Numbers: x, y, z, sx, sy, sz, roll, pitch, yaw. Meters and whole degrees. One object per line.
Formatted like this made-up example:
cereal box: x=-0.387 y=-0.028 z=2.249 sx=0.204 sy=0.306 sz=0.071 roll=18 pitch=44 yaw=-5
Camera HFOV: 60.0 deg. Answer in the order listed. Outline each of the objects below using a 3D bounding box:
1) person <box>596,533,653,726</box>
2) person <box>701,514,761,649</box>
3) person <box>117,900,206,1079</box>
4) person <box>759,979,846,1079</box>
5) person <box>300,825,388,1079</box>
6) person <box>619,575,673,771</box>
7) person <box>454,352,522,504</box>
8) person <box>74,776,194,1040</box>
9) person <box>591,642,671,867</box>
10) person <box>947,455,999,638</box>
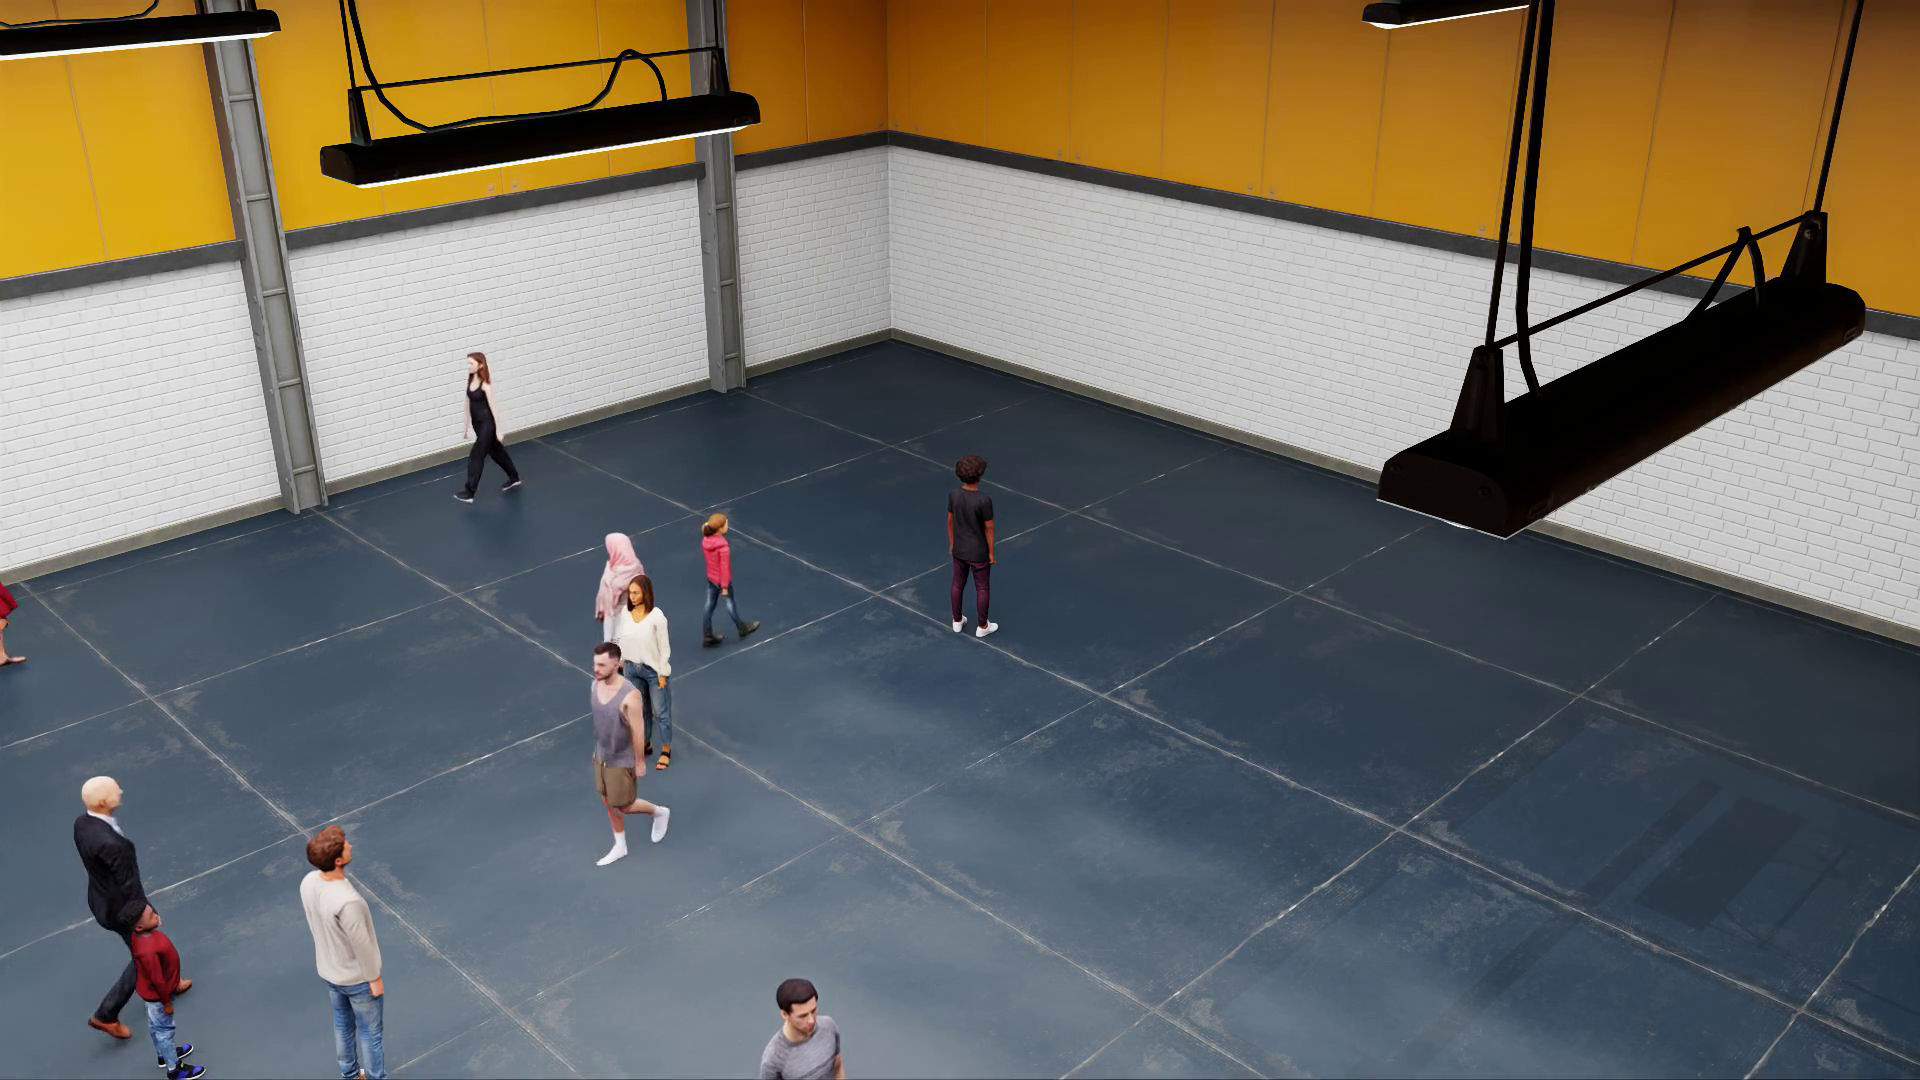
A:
person: x=-2.780 y=0.770 z=13.938 sx=0.743 sy=1.800 sz=0.603 roll=13 pitch=27 yaw=26
person: x=-2.294 y=0.398 z=15.420 sx=0.814 sy=1.295 sz=0.561 roll=-19 pitch=30 yaw=-37
person: x=-4.904 y=2.728 z=10.138 sx=0.524 sy=1.256 sz=0.529 roll=-17 pitch=29 yaw=-33
person: x=-0.807 y=3.040 z=8.667 sx=0.500 sy=1.863 sz=0.726 roll=-20 pitch=31 yaw=-38
person: x=-3.596 y=2.524 z=9.795 sx=0.696 sy=1.905 sz=0.632 roll=16 pitch=28 yaw=32
person: x=-2.525 y=1.045 z=13.456 sx=0.680 sy=1.683 sz=0.652 roll=11 pitch=26 yaw=23
person: x=-5.294 y=-1.292 z=18.793 sx=0.689 sy=1.689 sz=1.163 roll=18 pitch=29 yaw=35
person: x=-5.301 y=2.316 z=10.417 sx=0.722 sy=1.786 sz=0.914 roll=21 pitch=31 yaw=39
person: x=-2.474 y=1.548 z=12.293 sx=0.674 sy=1.833 sz=0.899 roll=18 pitch=29 yaw=35
person: x=0.103 y=0.044 z=15.620 sx=0.699 sy=1.782 sz=0.666 roll=11 pitch=26 yaw=24
